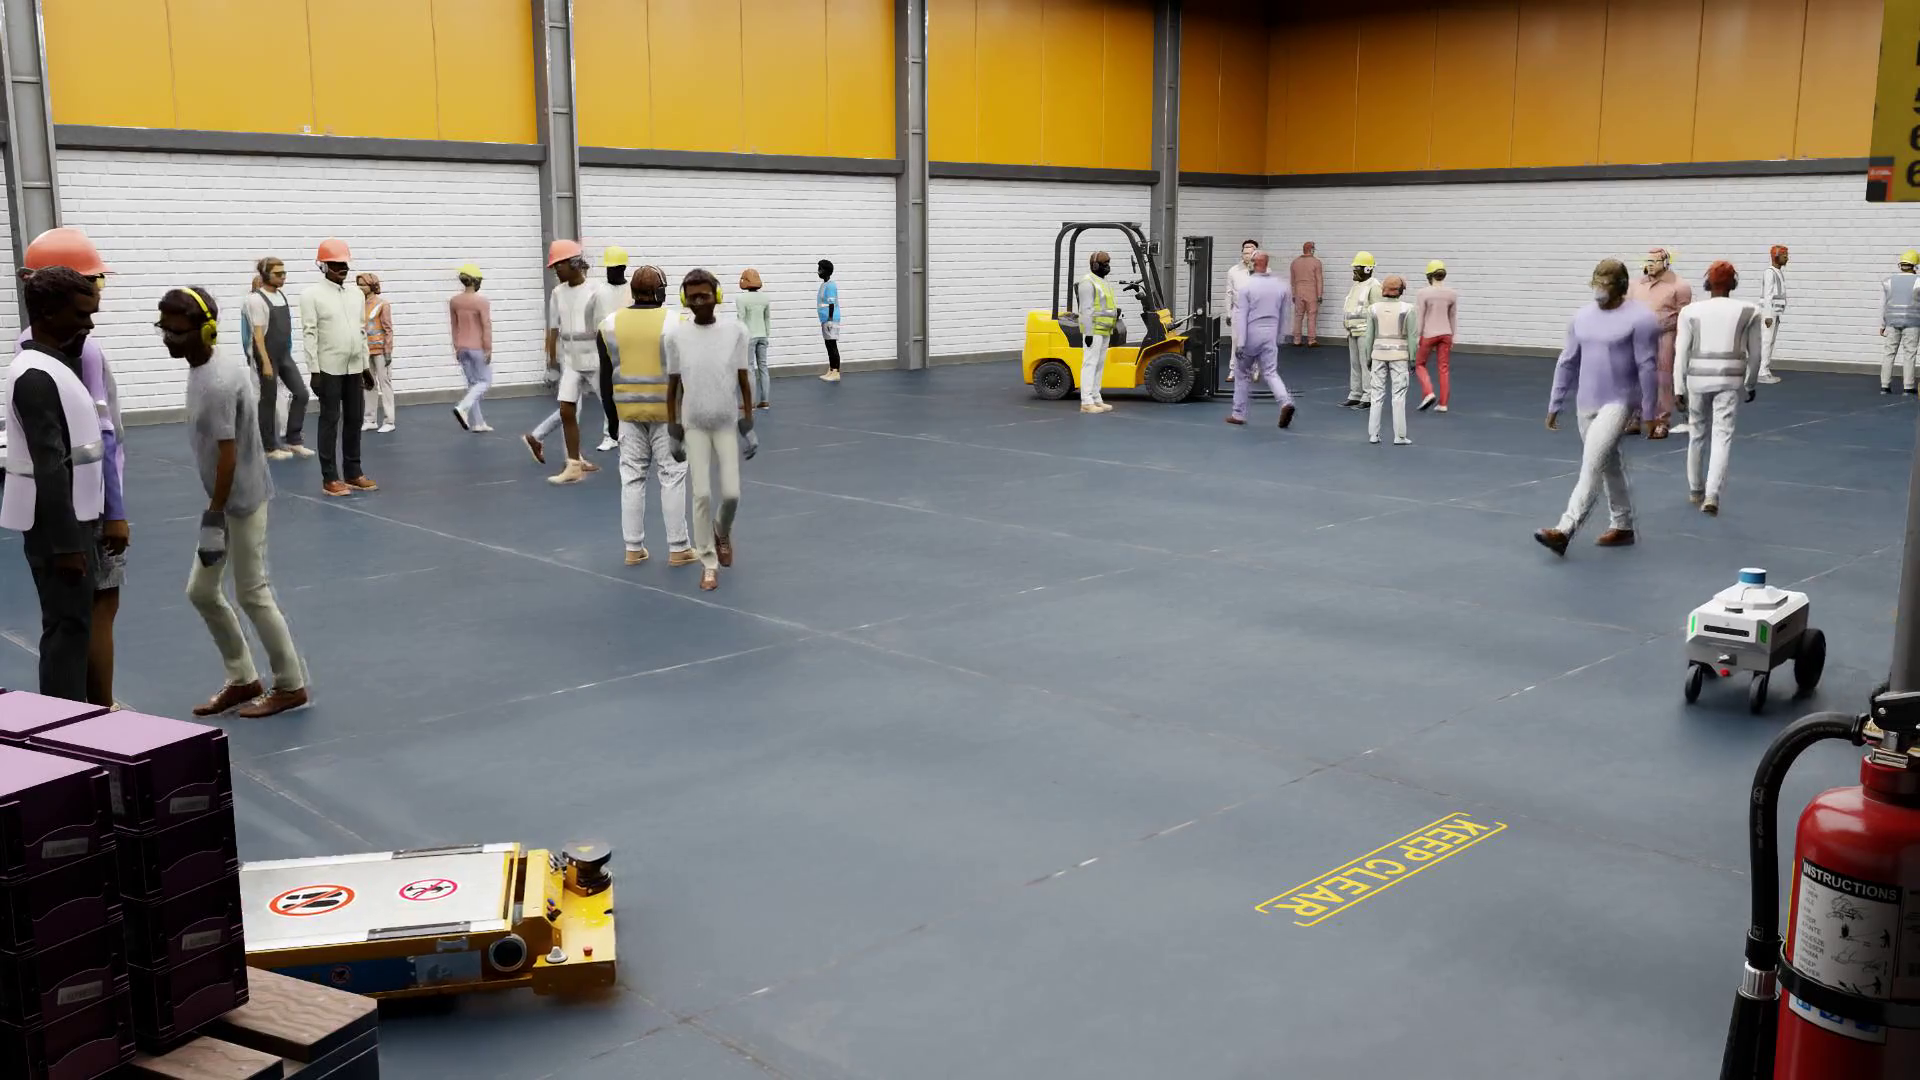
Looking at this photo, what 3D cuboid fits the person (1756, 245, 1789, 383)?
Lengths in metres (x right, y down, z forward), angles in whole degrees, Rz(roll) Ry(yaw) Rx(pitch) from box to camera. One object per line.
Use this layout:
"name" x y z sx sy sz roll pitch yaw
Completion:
"person" 11.168 -3.097 22.861 0.343 1.881 0.585 7 13 35

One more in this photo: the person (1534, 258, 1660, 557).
"person" 4.032 -0.838 10.567 1.061 1.868 0.666 -6 12 -29

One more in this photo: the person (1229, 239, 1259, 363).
"person" 4.519 -3.768 26.336 0.397 1.956 0.607 5 11 25

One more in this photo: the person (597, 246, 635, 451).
"person" -3.182 -1.786 15.596 0.591 1.923 0.381 1 10 6

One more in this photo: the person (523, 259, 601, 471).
"person" -3.469 -1.515 14.391 0.691 1.836 0.567 1 10 6

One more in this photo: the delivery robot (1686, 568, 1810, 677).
"delivery robot" 3.482 0.368 7.339 0.477 0.478 0.707 9 14 39

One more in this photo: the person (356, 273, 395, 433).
"person" -6.032 -1.921 17.112 0.515 1.642 0.314 6 12 28

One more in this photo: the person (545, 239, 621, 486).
"person" -3.018 -1.444 13.576 0.645 2.005 0.761 5 12 27

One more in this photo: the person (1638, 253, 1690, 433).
"person" 7.121 -2.022 17.045 1.017 1.868 0.598 1 10 8

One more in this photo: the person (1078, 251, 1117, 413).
"person" 1.584 -2.381 19.072 0.428 1.842 0.631 5 12 25

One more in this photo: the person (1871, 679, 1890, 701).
"person" 3.992 -0.110 6.454 0.571 1.934 0.522 -4 11 -19

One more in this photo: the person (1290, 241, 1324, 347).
"person" 6.313 -4.454 30.199 0.641 1.908 0.407 9 14 40

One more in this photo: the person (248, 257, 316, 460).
"person" -6.065 -1.609 14.892 0.595 1.827 0.552 2 11 12

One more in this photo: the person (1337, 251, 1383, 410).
"person" 4.657 -2.423 19.320 0.403 1.834 0.589 -3 11 -15

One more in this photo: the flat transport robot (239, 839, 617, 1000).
"flat transport robot" -1.680 1.066 4.560 1.431 0.197 0.652 -2 11 -12

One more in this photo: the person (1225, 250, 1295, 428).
"person" 3.198 -2.123 17.595 0.656 1.879 0.866 -5 12 -26

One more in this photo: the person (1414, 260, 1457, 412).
"person" 5.447 -2.332 19.085 0.544 1.733 0.485 -3 11 -16

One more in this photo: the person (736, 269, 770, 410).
"person" -2.407 -2.323 19.323 0.263 1.634 0.509 9 14 40

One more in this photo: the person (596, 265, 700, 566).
"person" -1.879 -0.754 10.198 0.631 1.843 0.429 2 11 9

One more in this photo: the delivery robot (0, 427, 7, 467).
"delivery robot" -7.543 -0.745 13.408 0.707 0.478 0.477 -1 10 -3

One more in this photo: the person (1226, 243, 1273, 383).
"person" 3.961 -3.113 22.885 0.643 1.910 0.400 4 11 22

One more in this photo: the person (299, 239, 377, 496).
"person" -4.861 -1.348 13.043 0.420 1.991 0.636 5 12 27

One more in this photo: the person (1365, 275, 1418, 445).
"person" 4.167 -1.734 16.095 0.513 1.640 0.309 7 13 34

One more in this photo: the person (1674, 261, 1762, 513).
"person" 5.588 -1.135 12.307 0.578 1.843 0.967 5 12 27

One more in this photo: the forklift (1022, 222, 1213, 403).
"forklift" 1.935 -2.847 20.651 2.313 2.155 1.214 2 11 13

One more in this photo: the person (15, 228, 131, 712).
"person" -3.387 -0.170 6.452 0.612 2.048 0.363 9 14 41

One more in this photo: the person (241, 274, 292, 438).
"person" -6.906 -1.825 16.602 0.514 1.636 0.315 1 10 8

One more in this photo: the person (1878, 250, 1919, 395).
"person" 11.980 -2.749 21.104 0.404 1.833 0.590 -10 14 -43

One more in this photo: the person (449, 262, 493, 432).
"person" -5.005 -1.942 16.934 0.522 1.749 0.559 5 11 25

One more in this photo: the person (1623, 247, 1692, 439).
"person" 6.920 -1.966 16.630 0.403 1.906 0.652 -8 13 -39

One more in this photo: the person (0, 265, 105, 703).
"person" -3.297 -0.038 6.113 0.392 1.909 0.587 -5 12 -26

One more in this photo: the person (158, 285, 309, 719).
"person" -2.977 -0.129 6.833 0.545 1.822 0.554 -8 13 -36

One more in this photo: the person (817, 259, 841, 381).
"person" -1.832 -3.055 23.167 0.321 1.690 0.536 -3 11 -17

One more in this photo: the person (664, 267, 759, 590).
"person" -1.433 -0.652 9.630 0.531 1.845 0.513 -2 11 -10
